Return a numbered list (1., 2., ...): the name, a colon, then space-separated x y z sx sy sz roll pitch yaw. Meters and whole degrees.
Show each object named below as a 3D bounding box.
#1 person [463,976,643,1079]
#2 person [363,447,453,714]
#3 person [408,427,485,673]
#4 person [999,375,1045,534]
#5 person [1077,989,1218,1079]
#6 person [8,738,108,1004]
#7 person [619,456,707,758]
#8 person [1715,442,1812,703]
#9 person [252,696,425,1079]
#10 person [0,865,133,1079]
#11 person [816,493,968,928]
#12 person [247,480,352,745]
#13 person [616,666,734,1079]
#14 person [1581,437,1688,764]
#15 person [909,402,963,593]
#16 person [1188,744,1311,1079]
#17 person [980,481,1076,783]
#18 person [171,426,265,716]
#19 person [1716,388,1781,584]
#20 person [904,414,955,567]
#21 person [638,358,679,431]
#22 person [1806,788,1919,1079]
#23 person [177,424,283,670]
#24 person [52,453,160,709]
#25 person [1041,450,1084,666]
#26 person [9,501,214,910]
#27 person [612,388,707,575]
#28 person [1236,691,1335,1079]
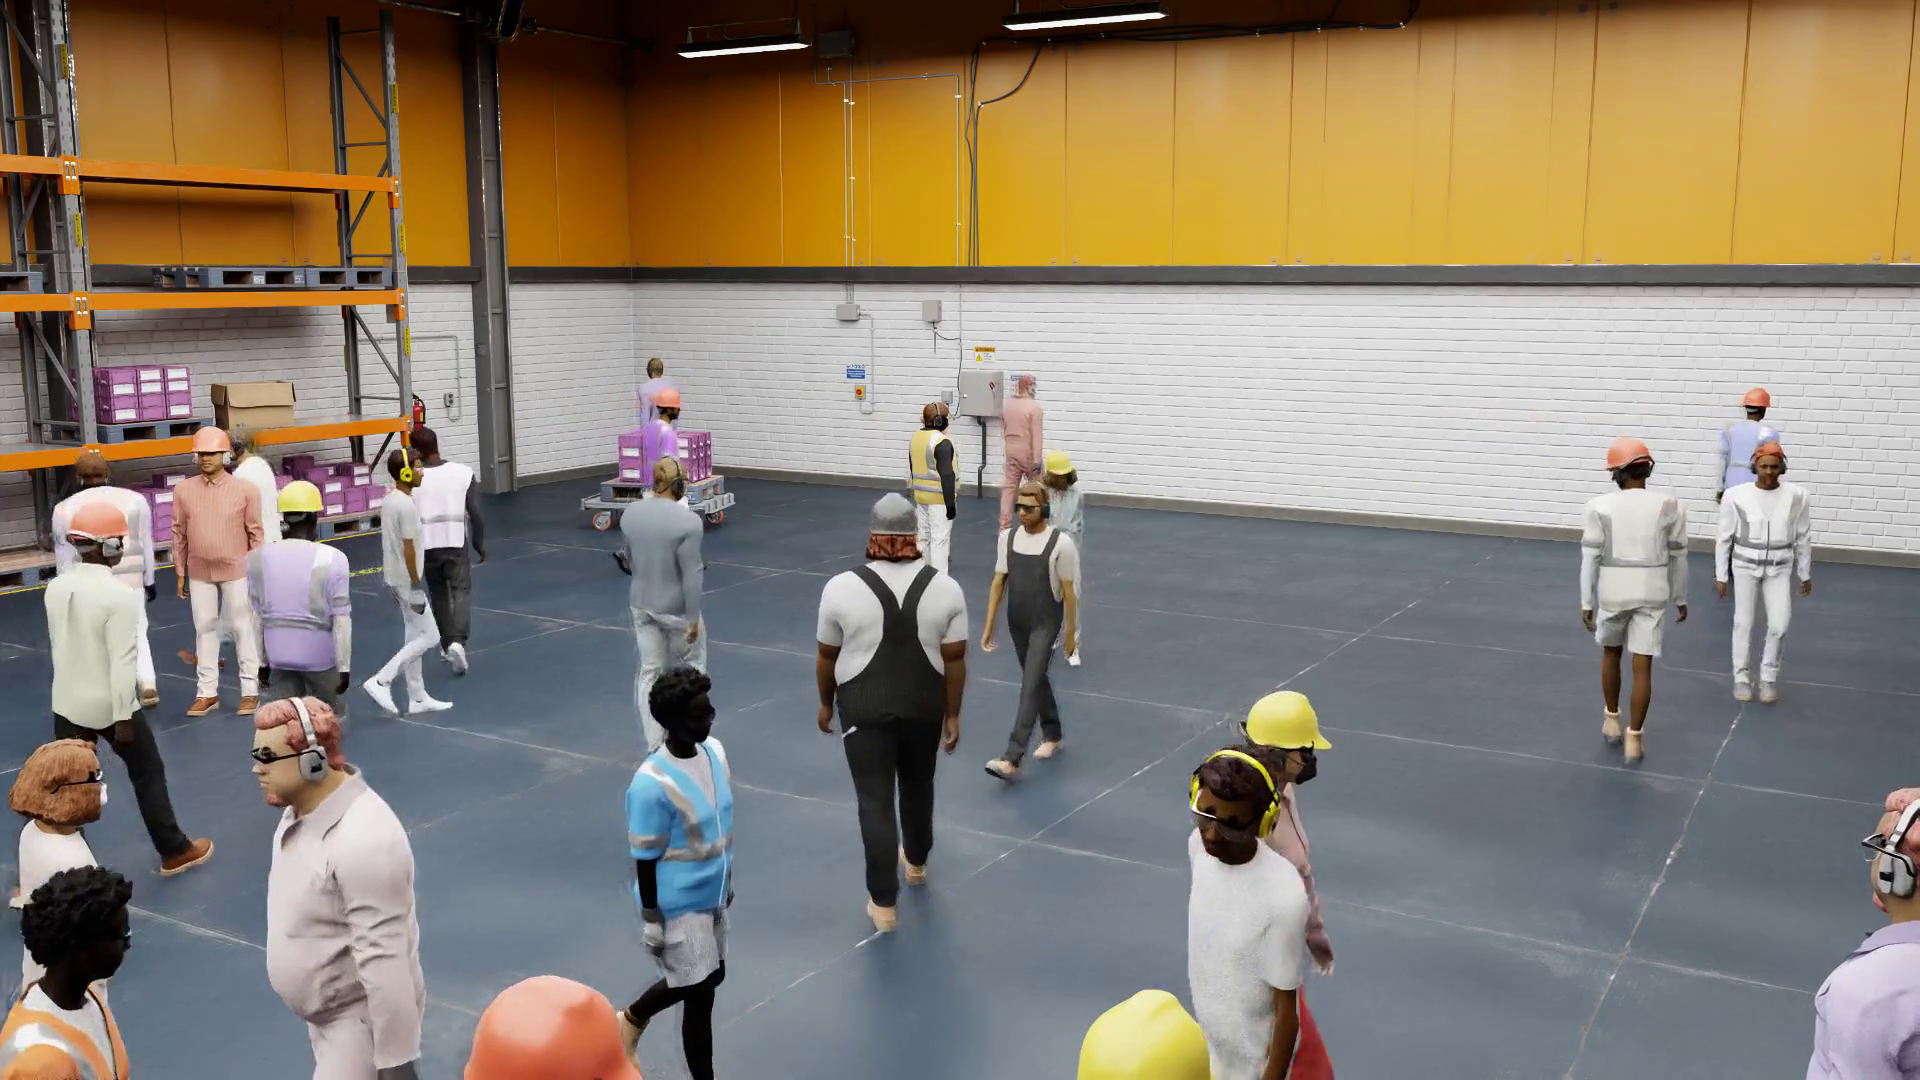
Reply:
1. person: -0.868 1.629 2.915 0.803 1.900 0.577 3 10 20
2. person: -3.783 0.296 11.332 0.505 1.860 0.539 -6 11 -31
3. person: -3.963 0.068 12.737 0.623 1.870 0.864 -3 9 -16
4. person: 0.814 -0.969 19.201 0.954 1.862 0.671 -8 12 -43
5. person: 0.298 1.667 2.873 0.600 1.827 0.404 5 10 28
6. person: -2.715 1.407 5.104 0.266 1.631 0.507 -8 12 -40
7. person: -1.806 0.428 10.357 0.621 1.910 0.611 4 10 23
8. person: 5.645 0.239 11.682 0.648 1.861 0.522 3 9 16
9. person: -1.725 1.351 4.729 0.460 1.878 0.655 -7 11 -37
10. person: -2.093 1.582 3.871 0.391 1.674 0.560 -2 9 -11
11. person: -0.355 0.744 7.980 0.693 2.000 0.933 -2 9 -13
12. person: -3.598 0.632 9.097 0.594 1.913 0.480 1 9 5
13. person: -1.029 1.254 5.918 0.651 1.673 0.538 3 10 20
14. person: 4.265 0.352 10.528 0.648 1.995 0.879 4 10 23
15. person: -0.220 -0.369 15.546 0.429 1.844 0.627 -6 11 -32
16. person: 0.767 1.408 4.502 0.504 1.823 0.565 -5 10 -26
17. person: 0.415 0.535 10.063 0.516 1.789 1.008 7 11 35
18. person: -5.083 0.216 11.411 0.612 1.997 0.375 -1 9 -5
19. person: 7.714 -0.520 16.256 0.548 1.920 0.560 -7 12 -38
20. person: -0.305 -0.528 17.201 0.525 1.625 0.393 -6 11 -32
21. person: -3.944 -1.410 21.741 0.369 1.938 0.630 7 12 38
22. person: 2.101 1.491 3.733 0.651 1.906 0.403 -4 10 -25
23. person: -5.467 0.070 12.616 0.979 1.890 0.661 -1 9 -5
24. person: -5.799 0.321 11.324 0.637 1.827 0.543 -7 12 -39
25. person: 0.737 0.104 13.065 0.496 1.689 0.746 -3 10 -20
26. person: -4.185 0.787 8.029 0.628 1.949 1.046 4 10 23
27. person: -3.021 -0.574 16.659 0.887 1.906 0.543 -6 11 -35
28. person: 1.038 1.332 5.230 0.526 1.752 0.533 2 9 13
